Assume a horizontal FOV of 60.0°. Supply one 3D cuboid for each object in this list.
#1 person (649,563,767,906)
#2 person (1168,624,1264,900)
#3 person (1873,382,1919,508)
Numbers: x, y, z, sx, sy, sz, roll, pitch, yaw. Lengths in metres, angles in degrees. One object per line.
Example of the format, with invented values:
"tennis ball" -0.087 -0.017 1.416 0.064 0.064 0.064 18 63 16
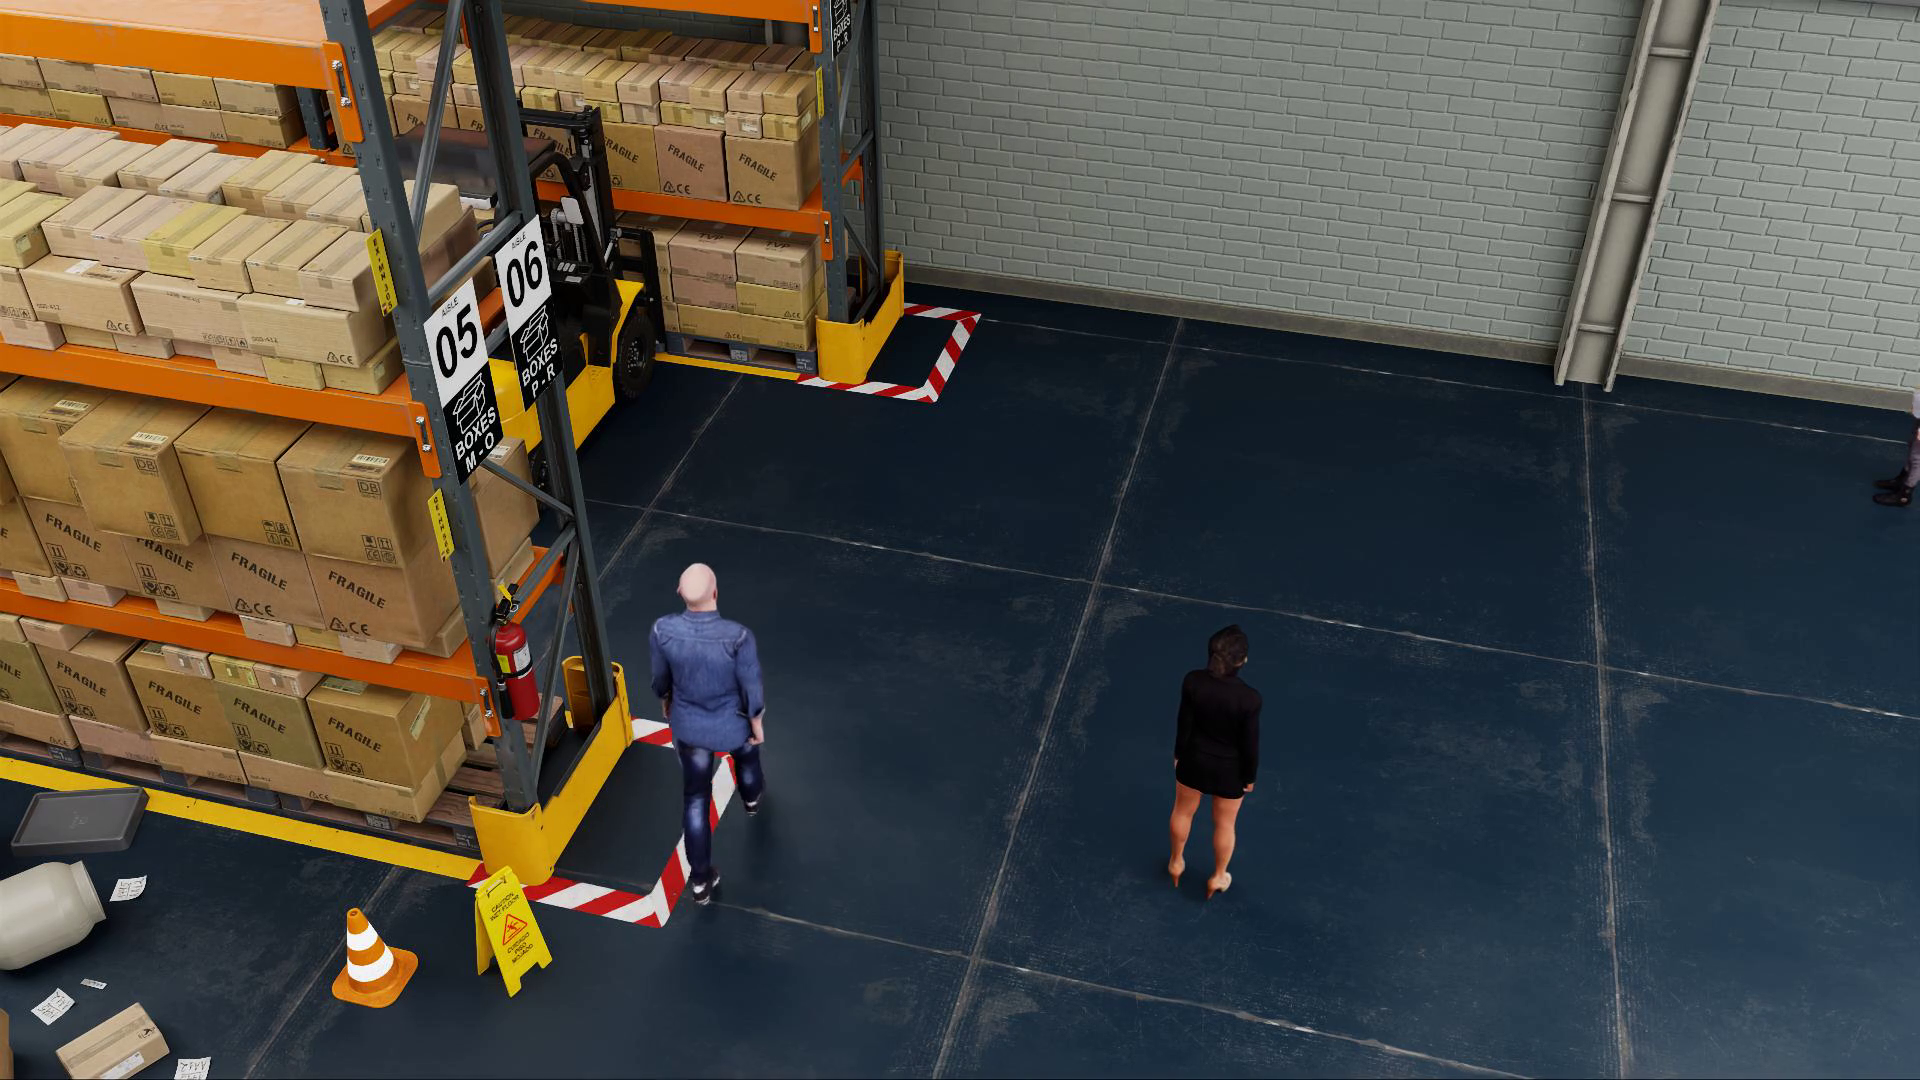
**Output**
"person" -1.205 0.955 7.963 1.198 1.774 0.966 2 37 3
"person" 1.209 1.076 7.916 0.581 1.636 0.665 15 40 19
"person" 6.243 -0.799 10.679 0.531 1.279 0.519 13 39 17
